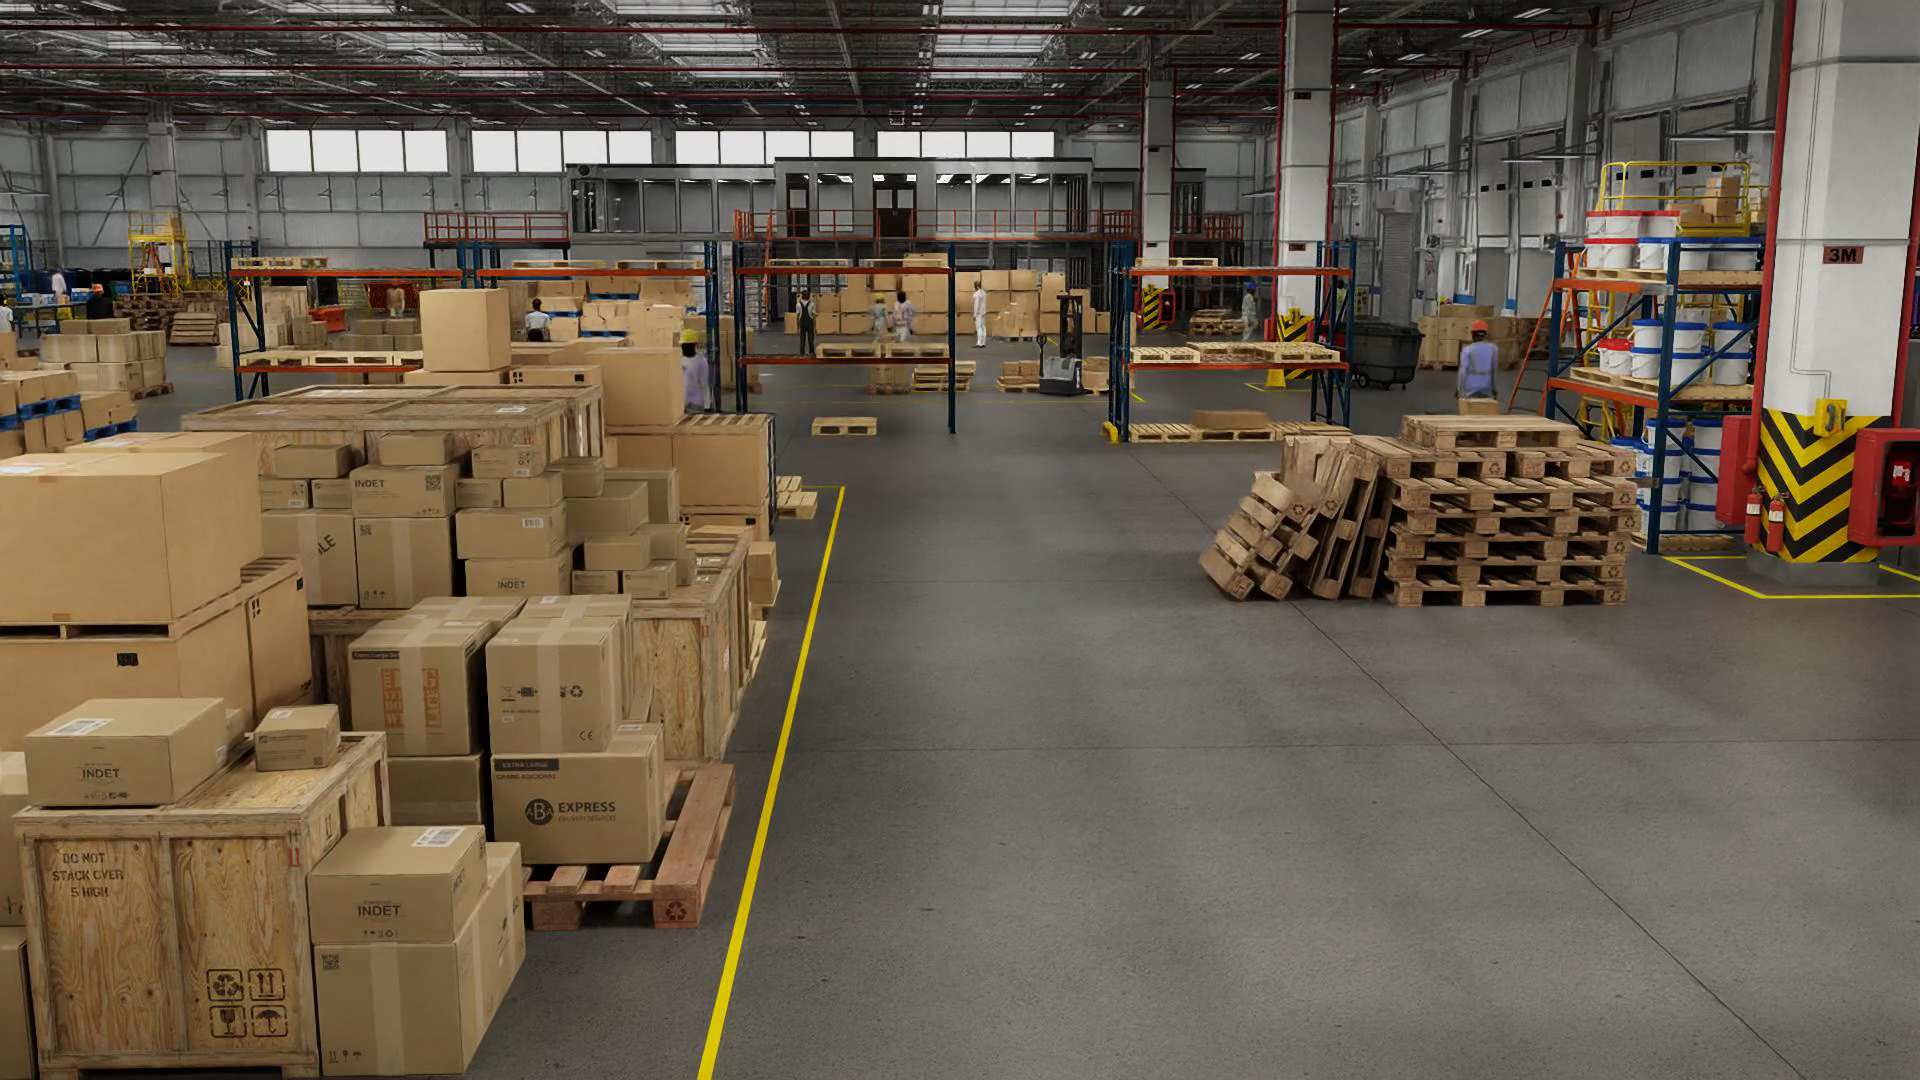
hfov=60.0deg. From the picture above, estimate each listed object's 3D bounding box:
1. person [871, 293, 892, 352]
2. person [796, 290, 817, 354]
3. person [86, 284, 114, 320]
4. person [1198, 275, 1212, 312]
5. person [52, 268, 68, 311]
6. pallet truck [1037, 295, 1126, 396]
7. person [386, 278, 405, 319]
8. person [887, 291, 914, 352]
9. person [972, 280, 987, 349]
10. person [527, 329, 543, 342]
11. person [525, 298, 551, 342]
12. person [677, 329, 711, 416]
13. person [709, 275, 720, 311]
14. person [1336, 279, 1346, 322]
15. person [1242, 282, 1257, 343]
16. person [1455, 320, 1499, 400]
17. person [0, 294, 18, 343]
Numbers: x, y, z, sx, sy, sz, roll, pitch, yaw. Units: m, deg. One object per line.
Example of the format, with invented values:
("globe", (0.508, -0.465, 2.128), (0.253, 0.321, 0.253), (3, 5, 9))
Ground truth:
("person", (-2.094, -5.614, 43.572), (0.489, 1.698, 0.914), (9, 14, 41))
("person", (-3.815, -5.291, 41.359), (0.504, 1.840, 0.345), (1, 10, 6))
("person", (-21.345, -5.363, 41.324), (0.622, 1.993, 0.384), (-6, 12, -30))
("person", (10.503, -10.764, 71.449), (0.612, 1.986, 0.407), (4, 11, 19))
("person", (-39.748, -11.063, 73.462), (0.661, 1.862, 1.005), (6, 12, 28))
("pallet truck", (2.483, -3.881, 33.060), (1.885, 1.965, 0.823), (-7, 13, -36))
("person", (-17.914, -7.359, 52.789), (0.595, 1.886, 0.990), (-2, 10, -10))
("person", (-1.521, -5.284, 41.427), (0.926, 1.803, 0.643), (-9, 14, -42))
("person", (0.544, -6.415, 47.362), (0.373, 1.933, 0.627), (5, 11, 24))
("person", (-5.640, -1.934, 22.578), (0.933, 1.862, 0.623), (4, 11, 23))
("person", (-8.789, -4.075, 34.575), (0.574, 1.862, 0.389), (-2, 10, -12))
("person", (-3.478, -1.861, 22.116), (0.865, 1.900, 0.595), (-8, 13, -39))
("person", (-9.199, -9.004, 62.041), (0.575, 1.836, 0.971), (0, 10, -1))
("person", (12.041, -7.341, 52.772), (0.634, 1.841, 0.429), (-7, 13, -36))
("person", (7.762, -5.929, 44.608), (0.404, 1.945, 0.615), (2, 10, 11))
("person", (7.445, -2.207, 23.983), (0.651, 1.911, 0.439), (-1, 10, -8))
("person", (-21.451, -4.588, 37.361), (0.532, 1.868, 0.310), (1, 10, 3))
